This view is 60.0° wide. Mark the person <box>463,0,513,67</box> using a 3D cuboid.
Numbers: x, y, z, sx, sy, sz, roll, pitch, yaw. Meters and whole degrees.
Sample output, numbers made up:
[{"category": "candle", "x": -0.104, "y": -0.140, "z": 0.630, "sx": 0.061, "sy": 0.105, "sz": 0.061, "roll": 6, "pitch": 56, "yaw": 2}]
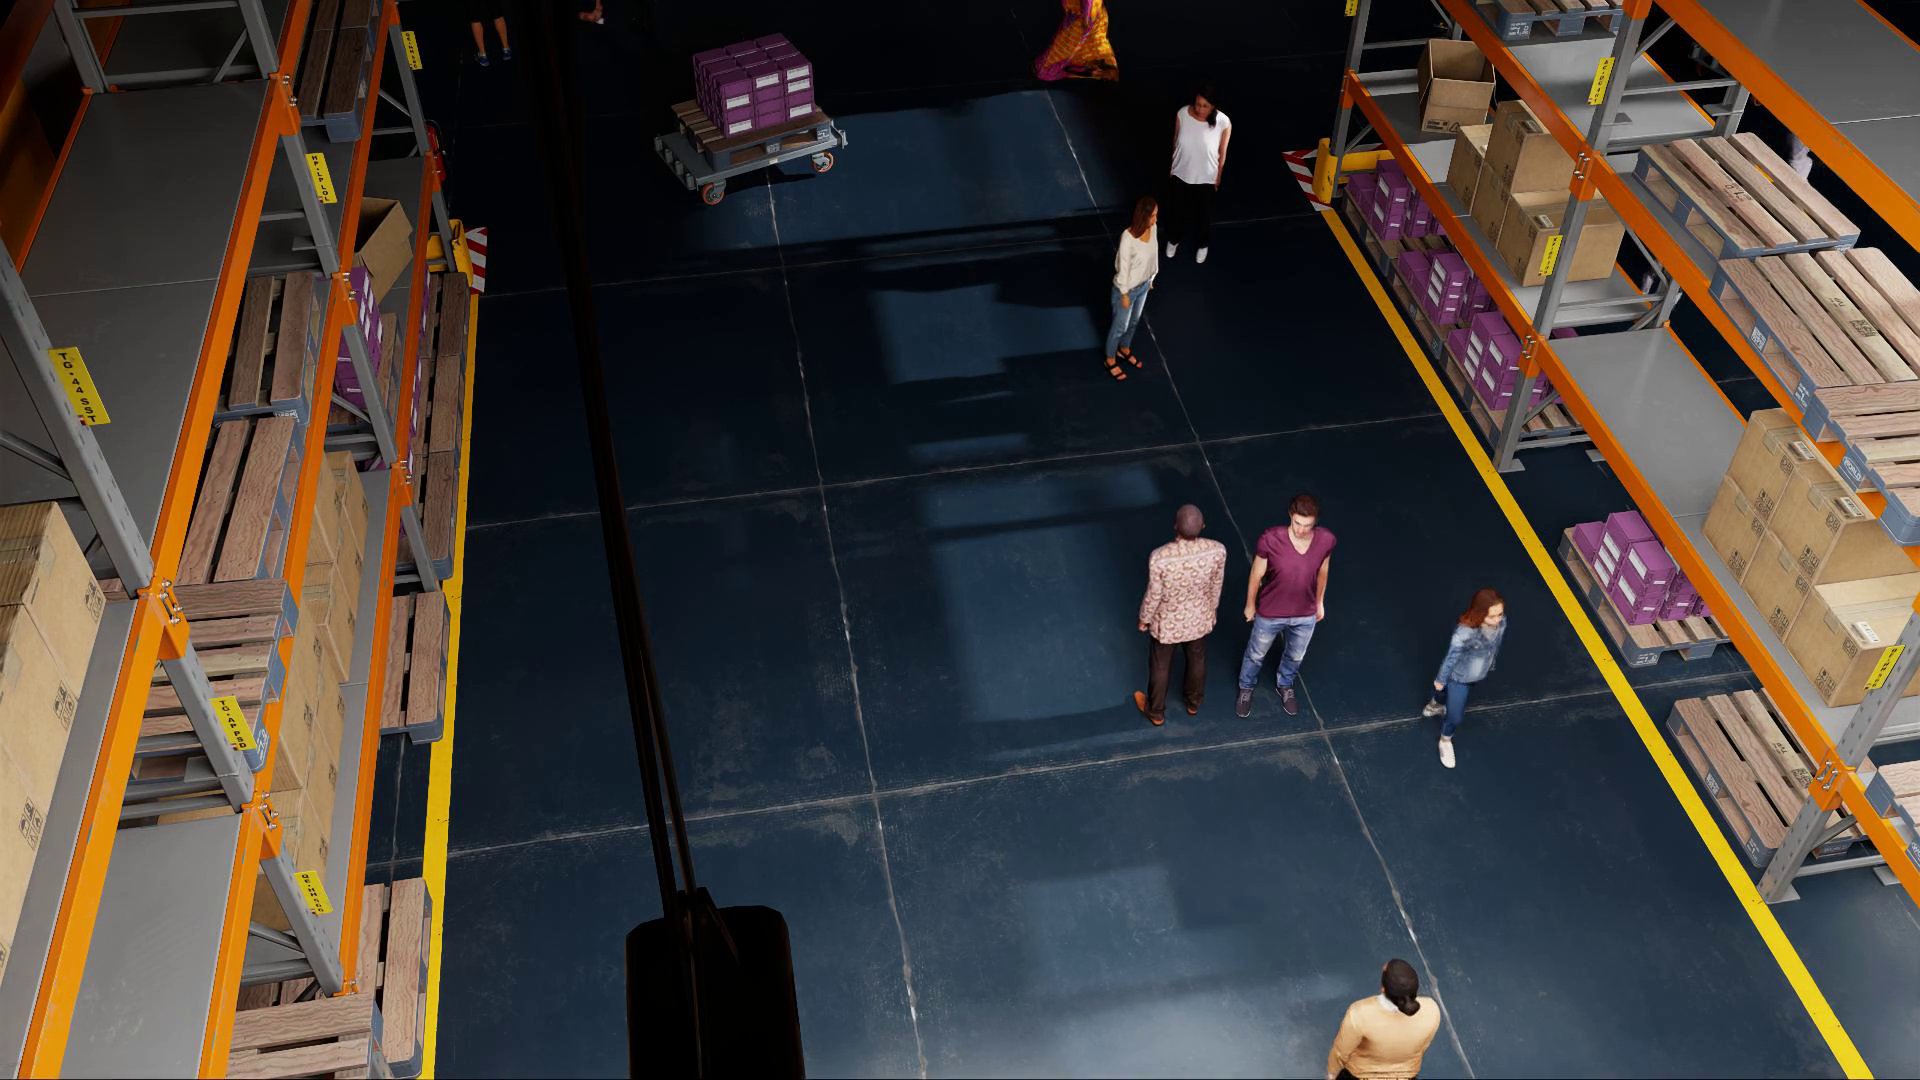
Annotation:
[{"category": "person", "x": -4.970, "y": -5.807, "z": 17.076, "sx": 0.671, "sy": 1.869, "sz": 0.656, "roll": -19, "pitch": 47, "yaw": -19}]

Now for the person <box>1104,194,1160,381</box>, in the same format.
[{"category": "person", "x": 1.361, "y": -2.031, "z": 13.255, "sx": 0.740, "sy": 1.672, "sz": 0.702, "roll": 32, "pitch": 52, "yaw": 29}]

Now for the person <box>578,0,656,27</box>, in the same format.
[{"category": "person", "x": -3.536, "y": -6.305, "z": 17.605, "sx": 1.041, "sy": 1.860, "sz": 1.109, "roll": 10, "pitch": 44, "yaw": 10}]

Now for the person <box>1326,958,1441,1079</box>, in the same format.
[{"category": "person", "x": 2.075, "y": 2.639, "z": 8.296, "sx": 0.674, "sy": 1.751, "sz": 0.613, "roll": -2, "pitch": 44, "yaw": -2}]

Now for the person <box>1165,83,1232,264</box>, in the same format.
[{"category": "person", "x": 2.056, "y": -3.213, "z": 14.487, "sx": 0.762, "sy": 1.685, "sz": 0.797, "roll": 18, "pitch": 47, "yaw": 18}]

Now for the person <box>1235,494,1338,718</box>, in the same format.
[{"category": "person", "x": 2.076, "y": 0.403, "z": 10.571, "sx": 0.693, "sy": 1.850, "sz": 0.579, "roll": -2, "pitch": 44, "yaw": -2}]

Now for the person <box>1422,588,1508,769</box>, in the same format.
[{"category": "person", "x": 3.166, "y": 0.789, "z": 10.453, "sx": 0.763, "sy": 1.455, "sz": 0.811, "roll": -29, "pitch": 51, "yaw": -27}]

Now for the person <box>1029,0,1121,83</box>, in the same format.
[{"category": "person", "x": 1.298, "y": -5.357, "z": 16.768, "sx": 1.020, "sy": 1.643, "sz": 1.208, "roll": 9, "pitch": 44, "yaw": 9}]

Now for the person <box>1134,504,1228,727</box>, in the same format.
[{"category": "person", "x": 1.396, "y": 0.479, "z": 10.522, "sx": 0.699, "sy": 1.808, "sz": 0.606, "roll": -11, "pitch": 45, "yaw": -11}]
